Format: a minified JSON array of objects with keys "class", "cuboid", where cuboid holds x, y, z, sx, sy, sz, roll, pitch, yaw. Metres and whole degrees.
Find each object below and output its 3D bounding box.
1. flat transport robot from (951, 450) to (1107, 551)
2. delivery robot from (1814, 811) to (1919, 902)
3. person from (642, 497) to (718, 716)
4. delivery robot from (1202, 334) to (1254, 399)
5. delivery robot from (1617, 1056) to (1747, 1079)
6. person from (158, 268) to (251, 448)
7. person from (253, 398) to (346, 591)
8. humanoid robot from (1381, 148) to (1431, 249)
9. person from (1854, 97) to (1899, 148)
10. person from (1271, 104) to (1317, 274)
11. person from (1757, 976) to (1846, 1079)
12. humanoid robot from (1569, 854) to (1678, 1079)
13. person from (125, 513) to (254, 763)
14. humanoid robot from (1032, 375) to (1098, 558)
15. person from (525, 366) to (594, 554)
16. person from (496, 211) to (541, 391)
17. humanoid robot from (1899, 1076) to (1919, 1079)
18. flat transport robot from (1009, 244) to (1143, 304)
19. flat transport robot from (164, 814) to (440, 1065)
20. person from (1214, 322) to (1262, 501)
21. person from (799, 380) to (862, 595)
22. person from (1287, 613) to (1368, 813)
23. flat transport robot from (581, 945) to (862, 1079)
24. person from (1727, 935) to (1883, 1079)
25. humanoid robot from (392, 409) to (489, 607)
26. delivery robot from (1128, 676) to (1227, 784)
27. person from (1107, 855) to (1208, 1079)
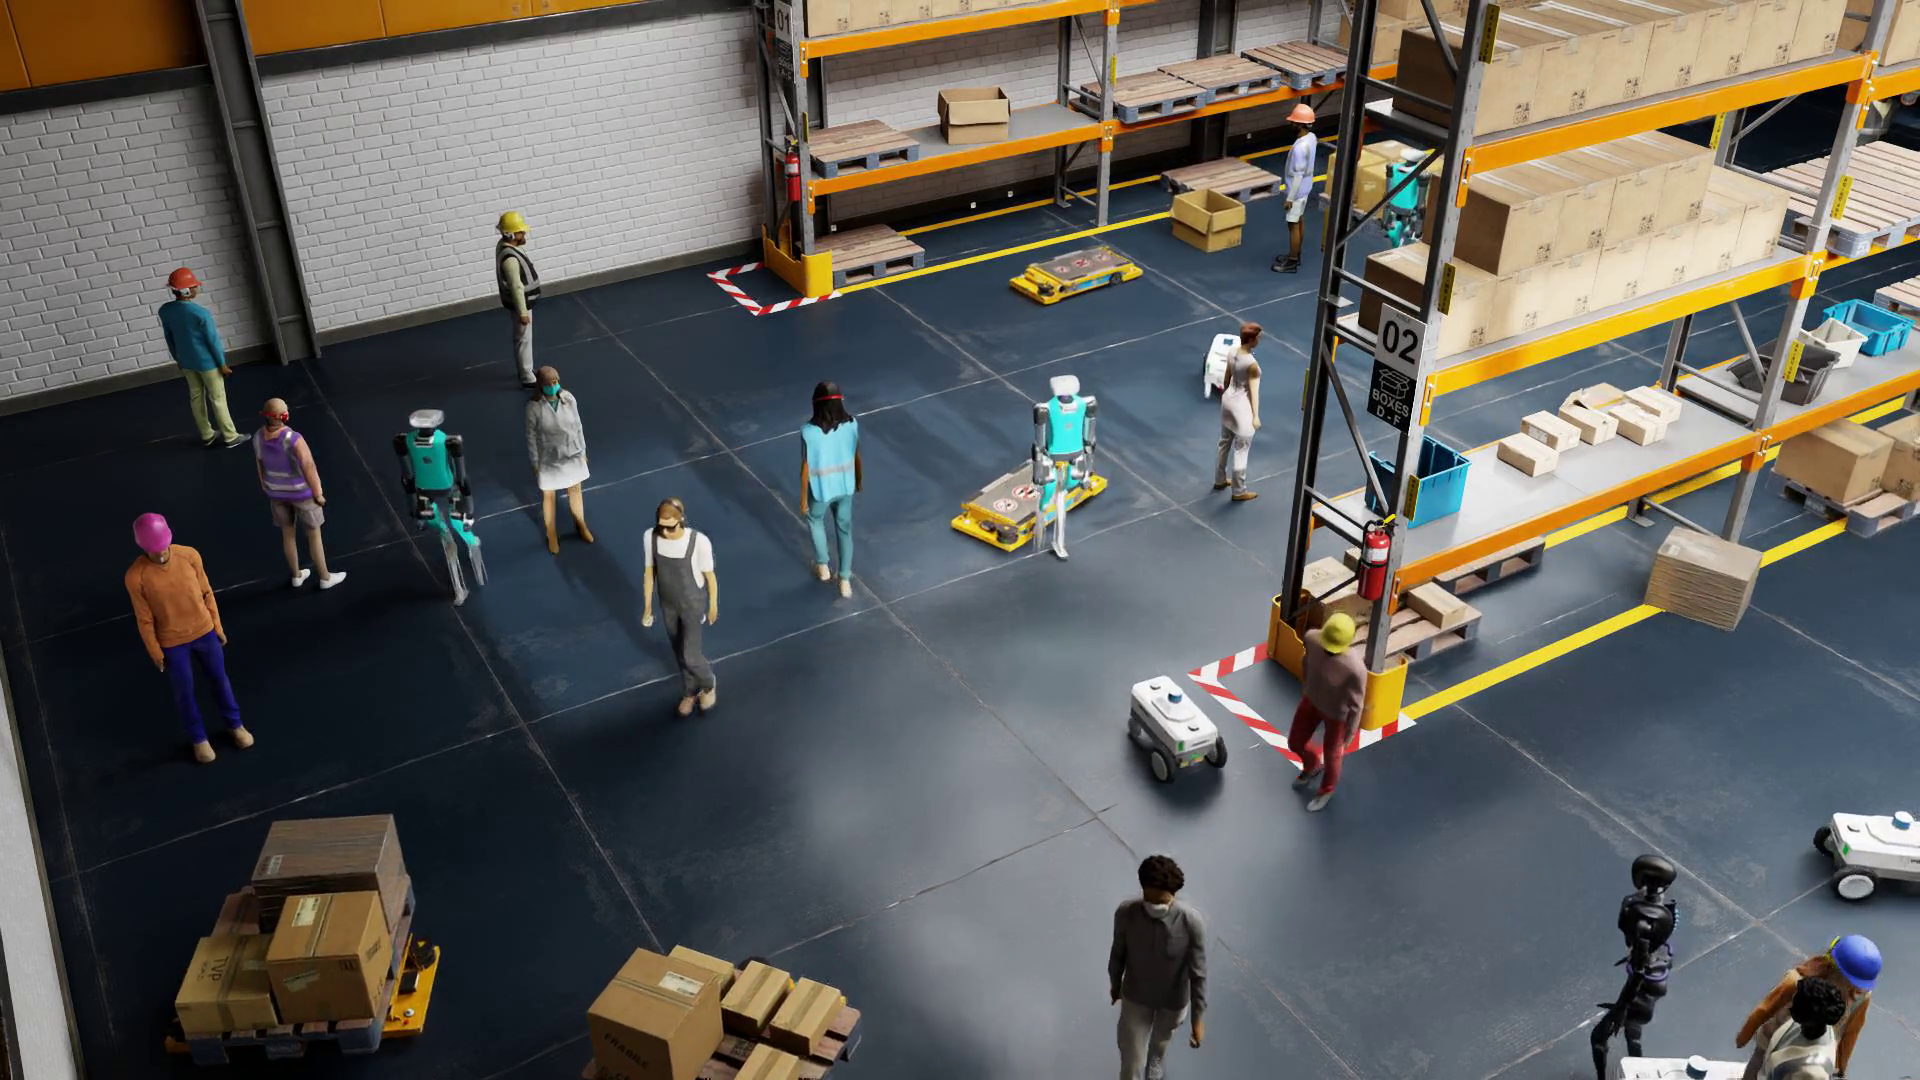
[{"class":"flat transport robot","cuboid":[0.619,-0.361,14.659,0.659,0.231,1.431,23,39,32]},{"class":"delivery robot","cuboid":[5.938,1.991,10.633,0.789,0.587,0.499,6,33,9]},{"class":"person","cuboid":[-1.996,0.481,11.850,0.501,1.825,0.422,11,34,18]},{"class":"delivery robot","cuboid":[2.660,-1.763,16.619,0.499,0.587,0.767,8,33,13]},{"class":"delivery robot","cuboid":[3.938,3.022,8.979,0.757,0.577,0.499,2,32,3]},{"class":"person","cuboid":[-7.012,-1.679,15.367,0.562,1.746,0.336,10,33,15]},{"class":"person","cuboid":[-5.336,-0.362,13.318,0.494,1.692,0.342,6,33,9]},{"class":"humanoid robot","cuboid":[5.042,-3.515,18.345,0.992,1.783,0.530,-25,40,-34]},{"class":"person","cuboid":[10.936,-4.708,20.115,0.563,1.837,0.389,-7,33,-12]},{"class":"person","cuboid":[3.804,-3.979,18.860,0.356,1.938,0.541,13,34,20]},{"class":"person","cuboid":[4.092,2.813,8.260,0.319,1.693,0.531,11,34,18]},{"class":"humanoid robot","cuboid":[3.679,2.379,8.969,0.452,1.635,0.600,15,35,23]},{"class":"person","cuboid":[-5.335,0.657,11.439,0.515,1.973,0.401,-26,41,-35]},{"class":"humanoid robot","cuboid":[0.791,-0.579,13.712,0.539,1.886,0.702,-7,33,-11]},{"class":"person","cuboid":[-3.341,-0.675,13.848,0.483,1.661,0.337,-18,36,-27]},{"class":"person","cuboid":[-4.321,-2.364,16.384,0.404,1.829,0.599,-10,33,-15]},{"class":"humanoid robot","cuboid":[4.225,3.267,7.533,0.561,1.802,0.941,26,41,35]},{"class":"flat transport robot","cuboid":[1.327,-3.027,18.911,1.431,0.231,0.659,-21,38,-29]},{"class":"flat transport robot","cuboid":[-3.864,2.670,9.826,1.431,0.231,0.659,-3,32,-4]},{"class":"person","cuboid":[2.462,-1.134,14.583,0.283,1.656,0.449,-16,36,-24]},{"class":"person","cuboid":[-1.059,-0.461,13.332,0.560,1.844,0.667,-11,34,-17]},{"class":"person","cuboid":[2.399,1.130,10.908,0.517,1.718,0.555,-26,40,-35]},{"class":"flat transport robot","cuboid":[-1.253,2.970,9.347,0.659,0.231,1.431,13,34,20]},{"class":"person","cuboid":[4.284,2.586,8.567,0.508,1.744,0.611,0,32,-1]},{"class":"humanoid robot","cuboid":[-4.043,-0.291,13.275,0.530,1.889,0.742,3,32,4]},{"class":"delivery robot","cuboid":[1.513,1.321,11.720,0.499,0.608,0.790,-14,35,-21]},{"class":"person","cuboid":[1.037,2.400,8.770,0.537,1.843,0.990,5,32,8]}]
